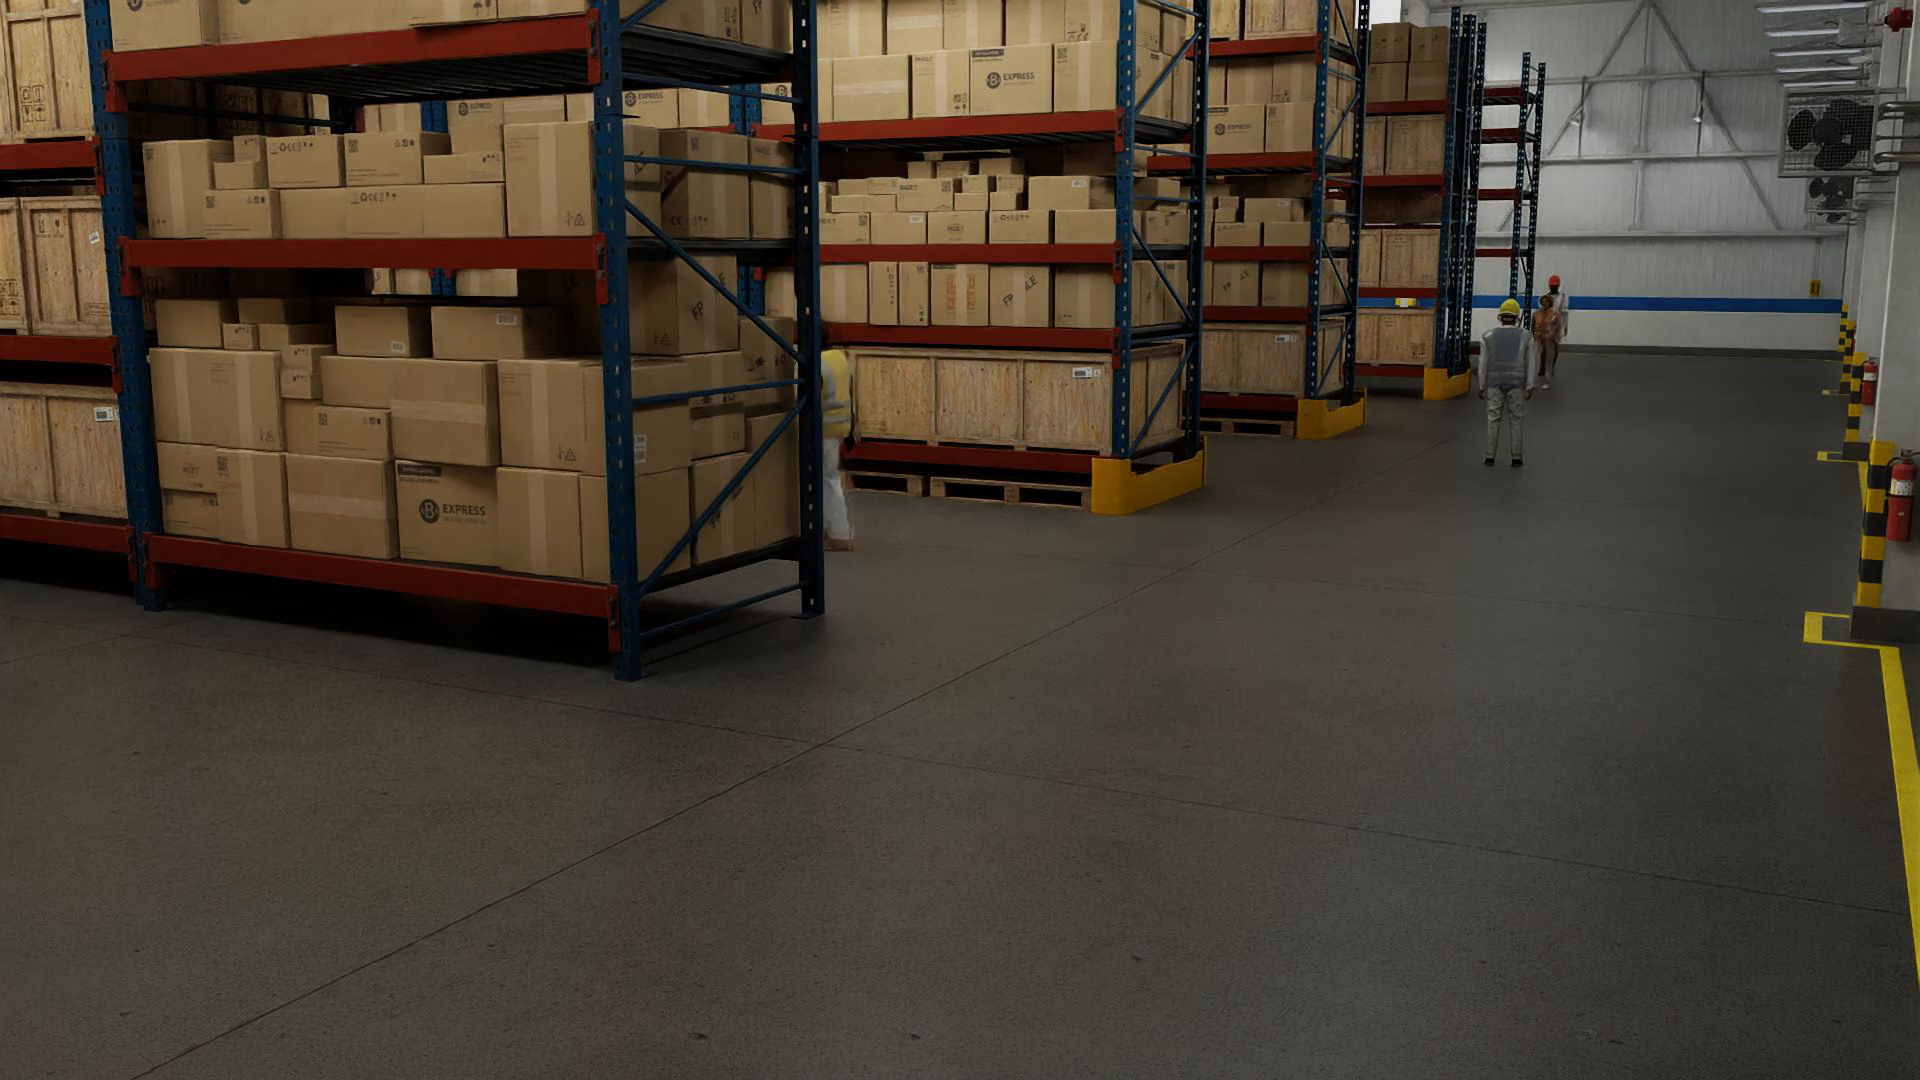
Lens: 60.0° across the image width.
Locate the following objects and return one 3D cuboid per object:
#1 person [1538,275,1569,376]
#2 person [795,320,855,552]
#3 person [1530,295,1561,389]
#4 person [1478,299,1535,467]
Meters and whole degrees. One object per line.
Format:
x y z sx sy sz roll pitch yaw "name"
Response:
11.175 -4.028 31.364 0.570 1.902 0.846 5 11 25 "person"
-1.128 -0.824 13.056 0.676 1.816 0.663 4 10 21 "person"
9.905 -3.343 28.264 0.545 1.598 0.807 7 12 37 "person"
5.967 -1.709 18.169 0.586 1.833 0.403 4 10 20 "person"
